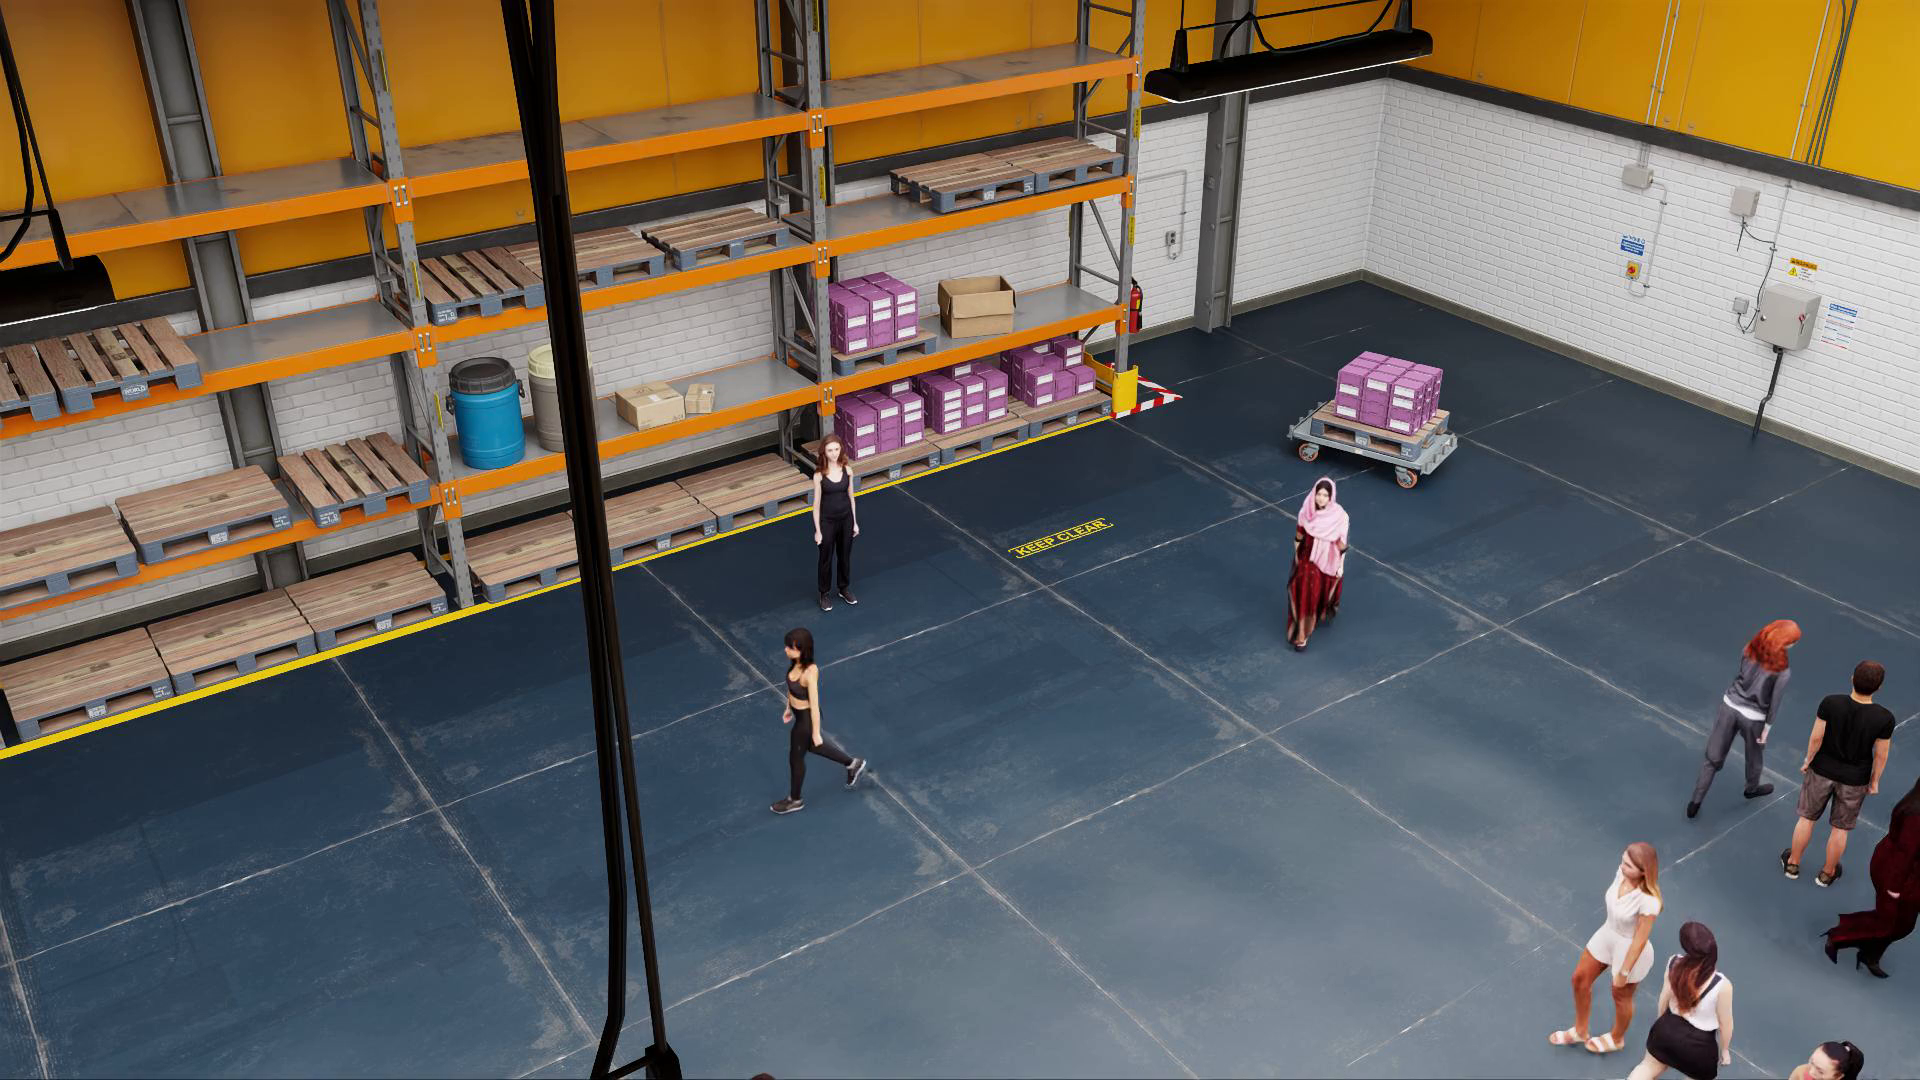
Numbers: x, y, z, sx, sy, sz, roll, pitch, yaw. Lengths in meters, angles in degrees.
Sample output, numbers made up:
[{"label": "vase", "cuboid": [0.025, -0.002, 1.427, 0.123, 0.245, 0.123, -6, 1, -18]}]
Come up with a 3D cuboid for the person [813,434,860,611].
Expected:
[{"label": "person", "cuboid": [-1.161, -0.185, 15.370, 0.488, 1.747, 0.674, -14, 32, -24]}]

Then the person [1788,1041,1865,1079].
[{"label": "person", "cuboid": [4.625, 3.343, 8.991, 1.253, 1.662, 0.945, -4, 29, -8]}]

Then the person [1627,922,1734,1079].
[{"label": "person", "cuboid": [4.213, 2.939, 9.778, 0.692, 1.617, 0.642, -12, 31, -21]}]

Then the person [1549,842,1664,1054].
[{"label": "person", "cuboid": [4.219, 2.559, 10.407, 0.833, 1.683, 0.747, -5, 29, -9]}]

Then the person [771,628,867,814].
[{"label": "person", "cuboid": [-1.096, 1.345, 12.694, 1.075, 1.625, 0.736, -10, 30, -18]}]

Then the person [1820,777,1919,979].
[{"label": "person", "cuboid": [6.149, 2.172, 11.067, 0.893, 1.730, 0.820, 22, 35, 34]}]

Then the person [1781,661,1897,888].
[{"label": "person", "cuboid": [6.270, 1.659, 11.870, 0.754, 1.862, 0.733, 16, 33, 27]}]

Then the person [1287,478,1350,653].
[{"label": "person", "cuboid": [3.226, 0.161, 14.877, 0.957, 1.612, 1.064, 8, 30, 15]}]

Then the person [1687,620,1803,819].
[{"label": "person", "cuboid": [5.837, 1.387, 12.512, 1.006, 1.724, 0.584, -24, 37, -36]}]
